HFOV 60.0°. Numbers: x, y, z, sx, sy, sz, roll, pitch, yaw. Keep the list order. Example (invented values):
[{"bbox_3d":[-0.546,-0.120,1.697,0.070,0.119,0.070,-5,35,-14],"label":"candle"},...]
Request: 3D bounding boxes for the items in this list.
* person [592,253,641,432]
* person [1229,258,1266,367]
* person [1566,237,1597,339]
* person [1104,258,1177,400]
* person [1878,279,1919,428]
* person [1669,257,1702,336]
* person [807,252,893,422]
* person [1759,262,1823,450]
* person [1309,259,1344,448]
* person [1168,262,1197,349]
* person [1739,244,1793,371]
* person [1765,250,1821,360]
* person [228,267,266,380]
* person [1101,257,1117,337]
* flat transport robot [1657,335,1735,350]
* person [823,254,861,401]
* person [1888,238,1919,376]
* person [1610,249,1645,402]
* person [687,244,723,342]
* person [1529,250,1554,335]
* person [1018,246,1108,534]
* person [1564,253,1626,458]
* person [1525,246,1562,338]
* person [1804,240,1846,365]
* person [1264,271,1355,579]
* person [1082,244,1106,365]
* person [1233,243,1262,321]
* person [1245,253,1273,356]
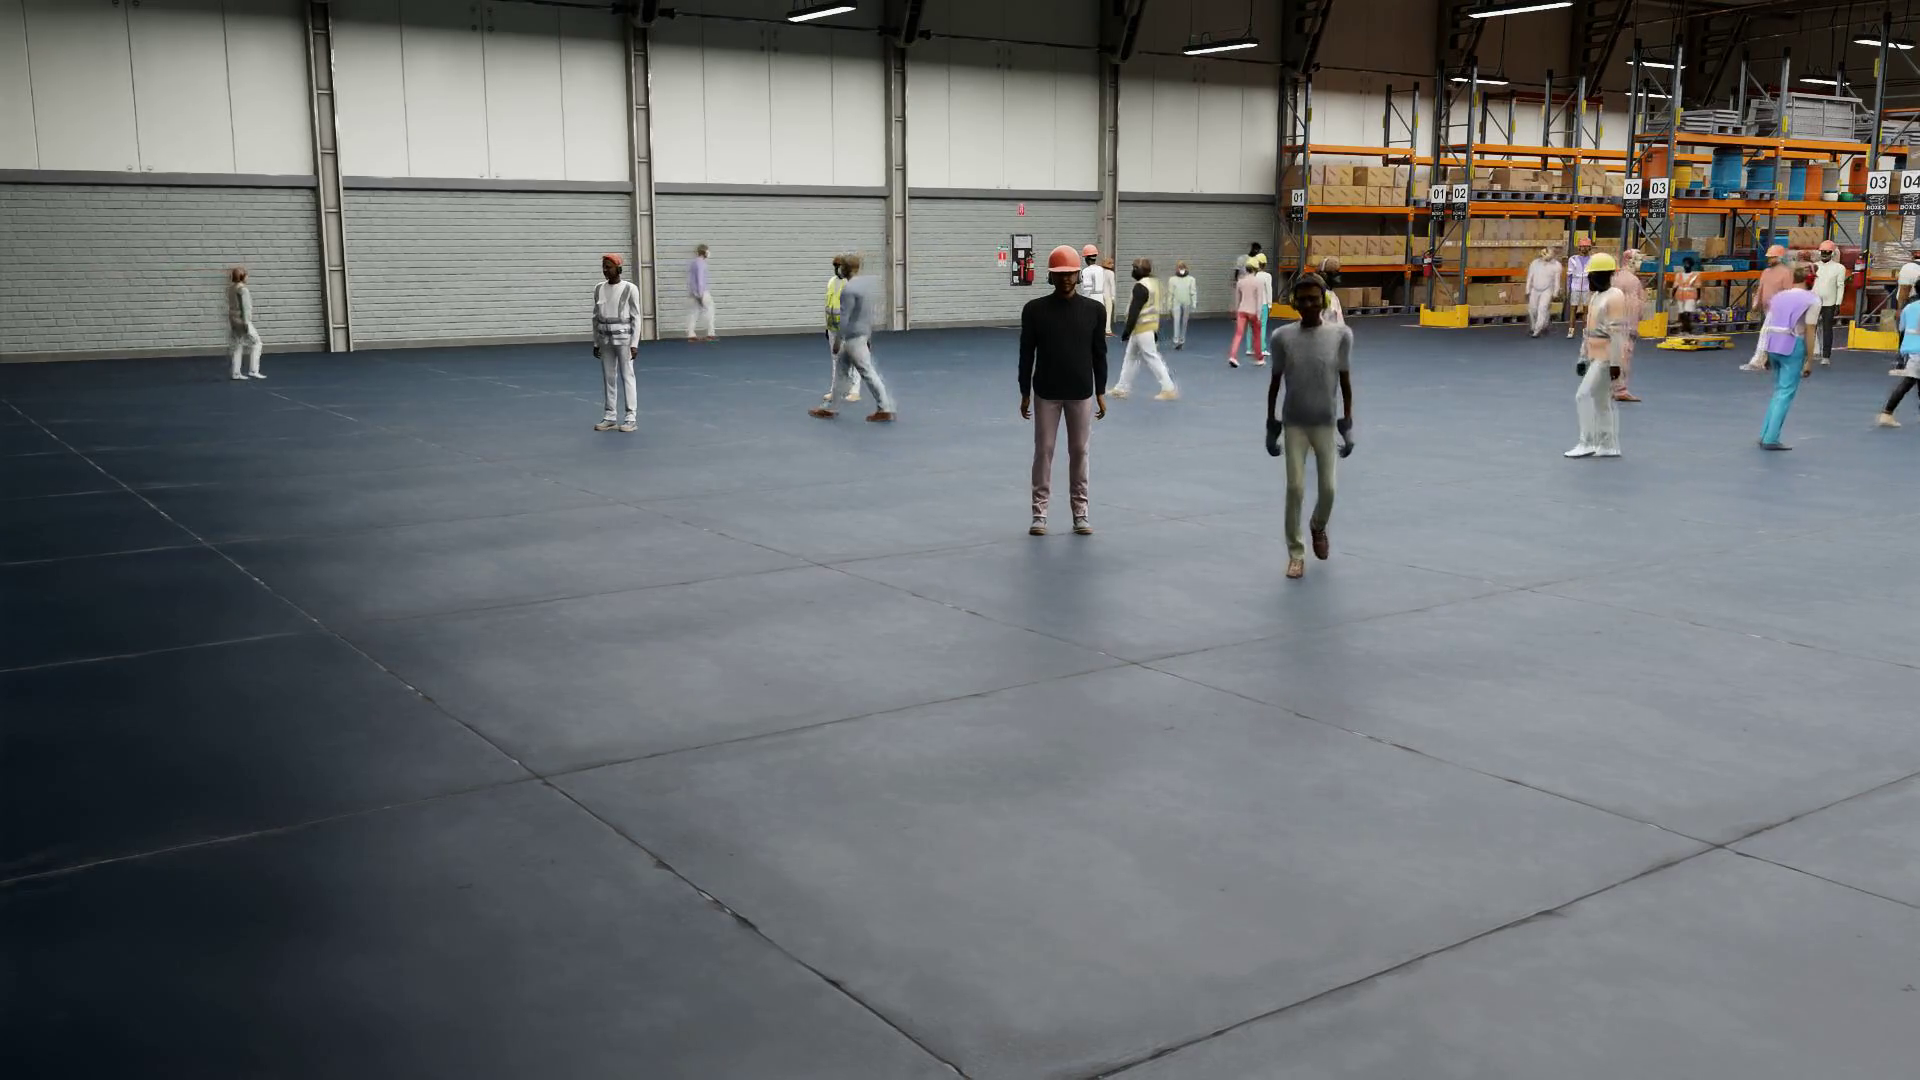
[{"bbox_3d":[-3.656,-2.090,17.649,0.580,1.883,0.352,5,11,24],"label":"person"},{"bbox_3d":[4.560,-3.595,26.358,0.532,1.717,0.943,9,13,39],"label":"person"},{"bbox_3d":[12.552,-5.075,33.563,0.611,2.048,0.364,4,11,21],"label":"person"},{"bbox_3d":[2.330,-2.665,21.067,0.972,1.799,0.625,3,11,15],"label":"person"},{"bbox_3d":[10.329,-2.020,17.904,0.888,1.650,0.536,0,10,-1],"label":"person"},{"bbox_3d":[14.226,-4.719,32.683,0.876,1.643,0.545,-8,13,-38],"label":"person"},{"bbox_3d":[-1.202,-2.252,18.538,1.015,1.886,0.650,2,10,9],"label":"person"},{"bbox_3d":[8.001,-1.770,16.098,0.520,1.816,0.561,-3,11,-14],"label":"person"},{"bbox_3d":[3.559,-1.825,16.307,0.429,1.843,0.627,5,11,24],"label":"person"},{"bbox_3d":[4.067,-4.267,30.386,0.503,1.591,0.841,0,10,-1],"label":"person"},{"bbox_3d":[12.582,-3.573,25.636,1.040,1.949,0.610,-1,10,-6],"label":"person"},{"bbox_3d":[14.042,-3.940,27.924,0.985,1.824,0.650,3,11,18],"label":"person"},{"bbox_3d":[-10.318,-3.115,24.000,0.524,1.620,0.553,9,13,40],"label":"person"},{"bbox_3d":[3.040,-5.024,34.414,0.285,1.633,0.501,-6,12,-30],"label":"person"},{"bbox_3d":[13.517,-3.633,30.528,1.431,0.197,0.652,-7,12,-33],"label":"flat transport robot"},{"bbox_3d":[-1.462,-2.659,20.898,0.621,1.838,0.429,8,13,37],"label":"person"},{"bbox_3d":[14.147,-3.458,24.717,0.688,2.000,0.536,-3,11,-16],"label":"person"},{"bbox_3d":[8.394,-2.699,20.923,0.405,1.905,0.651,1,10,3],"label":"person"},{"bbox_3d":[-5.005,-4.841,32.657,0.818,1.912,0.633,-4,11,-23],"label":"person"},{"bbox_3d":[12.206,-5.191,34.834,0.609,1.806,0.552,9,13,39],"label":"person"},{"bbox_3d":[0.715,-1.027,11.512,0.622,1.993,0.383,0,10,-2],"label":"person"},{"bbox_3d":[5.879,-1.703,15.479,0.683,1.901,0.612,1,10,4],"label":"person"},{"bbox_3d":[11.912,-5.062,33.948,0.681,1.878,0.555,9,14,40],"label":"person"},{"bbox_3d":[13.948,-3.838,26.915,0.611,1.997,0.375,9,14,42],"label":"person"},{"bbox_3d":[2.130,-0.704,10.135,0.550,1.851,0.491,2,11,10],"label":"person"},{"bbox_3d":[2.069,-3.688,26.270,0.376,1.934,0.547,7,13,35],"label":"person"},{"bbox_3d":[6.969,-6.273,40.492,0.713,1.926,0.368,-1,10,-7],"label":"person"},{"bbox_3d":[5.185,-4.082,28.890,0.525,1.769,0.315,7,13,35],"label":"person"}]
